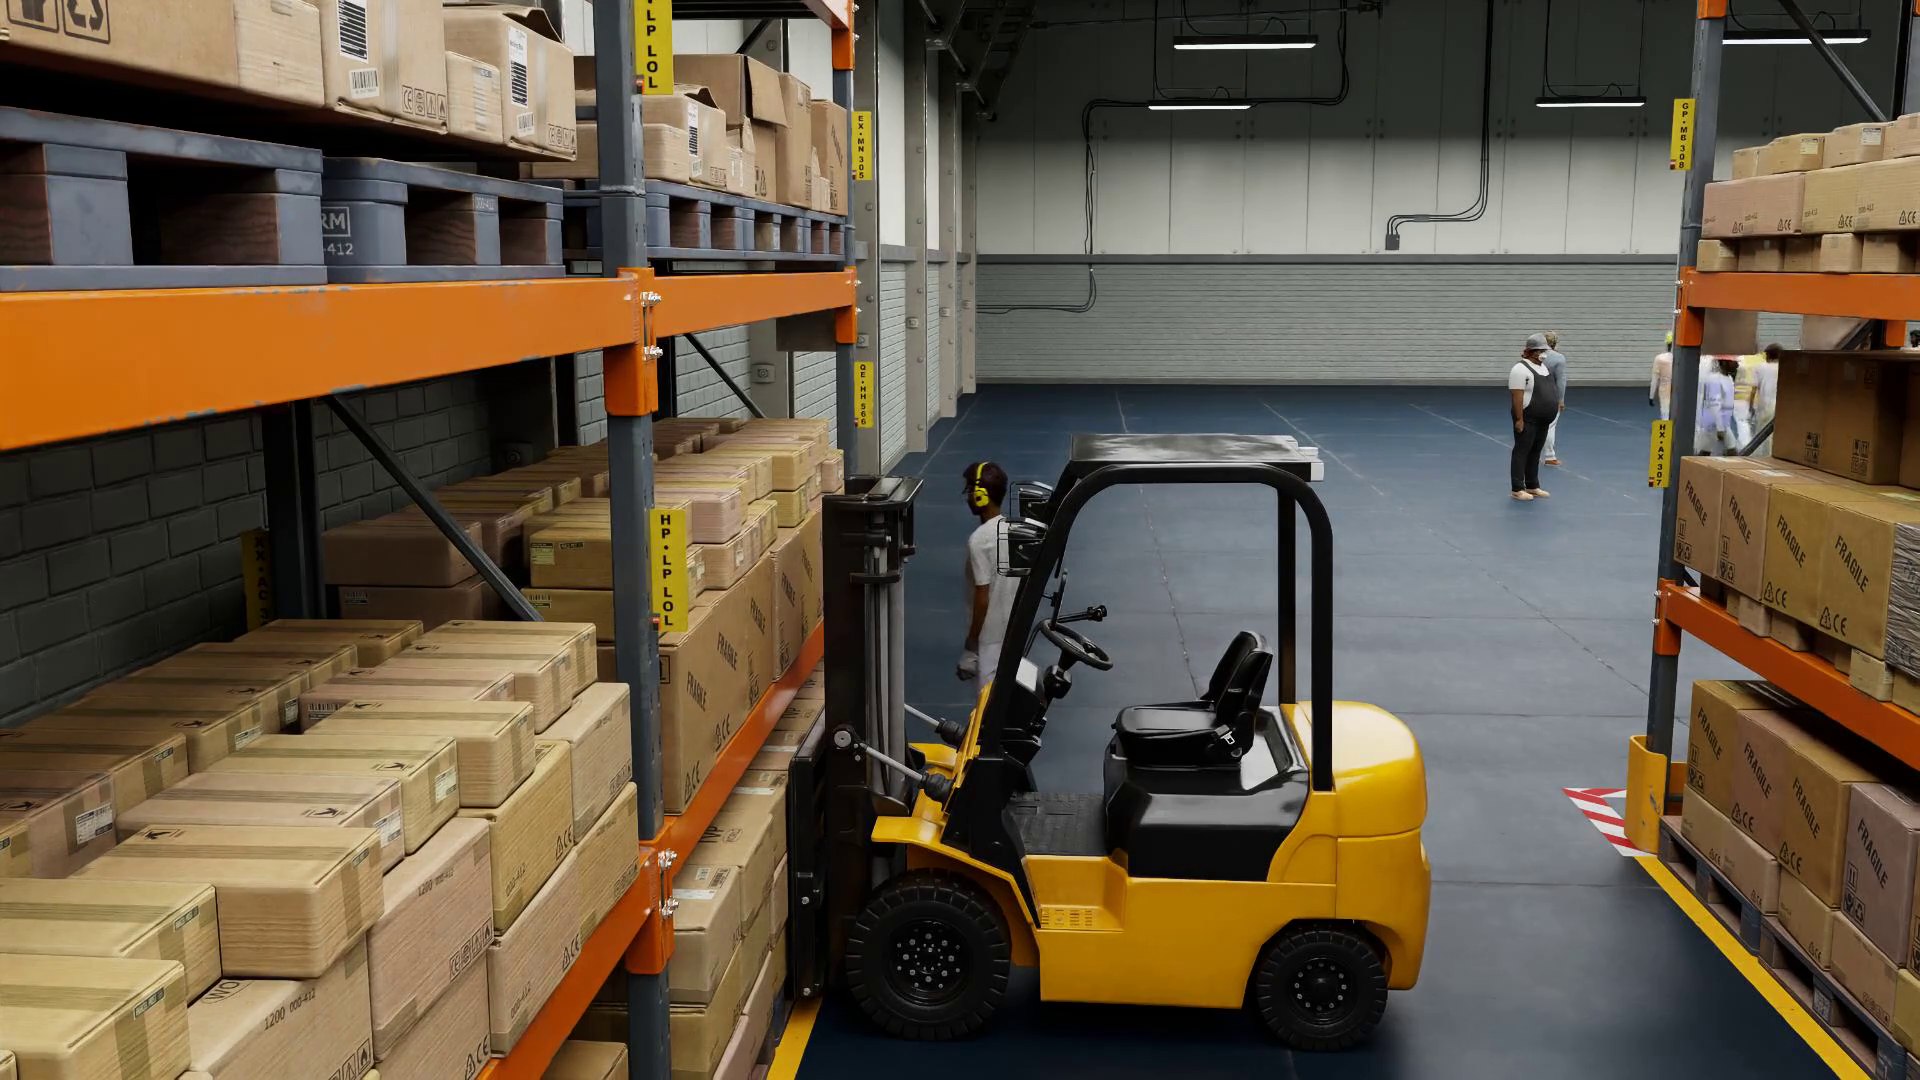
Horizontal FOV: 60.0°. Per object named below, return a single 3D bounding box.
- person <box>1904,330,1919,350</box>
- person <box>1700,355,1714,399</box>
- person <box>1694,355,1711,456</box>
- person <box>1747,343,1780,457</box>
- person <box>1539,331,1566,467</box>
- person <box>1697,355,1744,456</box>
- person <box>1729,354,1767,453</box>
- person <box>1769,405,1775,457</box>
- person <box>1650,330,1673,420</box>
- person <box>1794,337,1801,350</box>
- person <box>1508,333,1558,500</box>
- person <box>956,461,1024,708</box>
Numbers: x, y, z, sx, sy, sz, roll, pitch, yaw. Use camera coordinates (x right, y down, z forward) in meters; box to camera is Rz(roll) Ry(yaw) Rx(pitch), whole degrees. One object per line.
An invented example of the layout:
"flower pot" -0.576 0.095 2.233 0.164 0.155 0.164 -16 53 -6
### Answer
"person" 17.573 -3.027 30.642 0.389 1.688 0.537 -3 10 -19
"person" 12.543 -2.732 28.293 0.546 1.890 0.985 -3 10 -15
"person" 9.881 -1.766 22.573 0.564 1.862 0.482 0 9 -3
"person" 10.998 -1.759 22.601 0.525 1.807 1.015 4 10 21
"person" 8.366 -2.013 23.770 0.372 1.934 0.627 -7 12 -37
"person" 9.276 -1.388 20.095 0.574 1.888 0.962 -9 13 -43
"person" 11.527 -2.077 24.568 0.640 1.794 0.920 -1 9 -8
"person" 8.902 -0.941 17.691 0.591 1.799 0.860 -2 10 -10
"person" 10.812 -2.230 25.230 0.591 1.893 0.892 0 9 2
"person" 13.147 -2.324 25.937 0.563 1.839 0.394 2 10 14
"person" 7.068 -1.515 20.423 0.684 2.000 0.538 -8 12 -40
"person" 0.151 0.520 8.624 0.327 1.866 0.521 5 11 29
